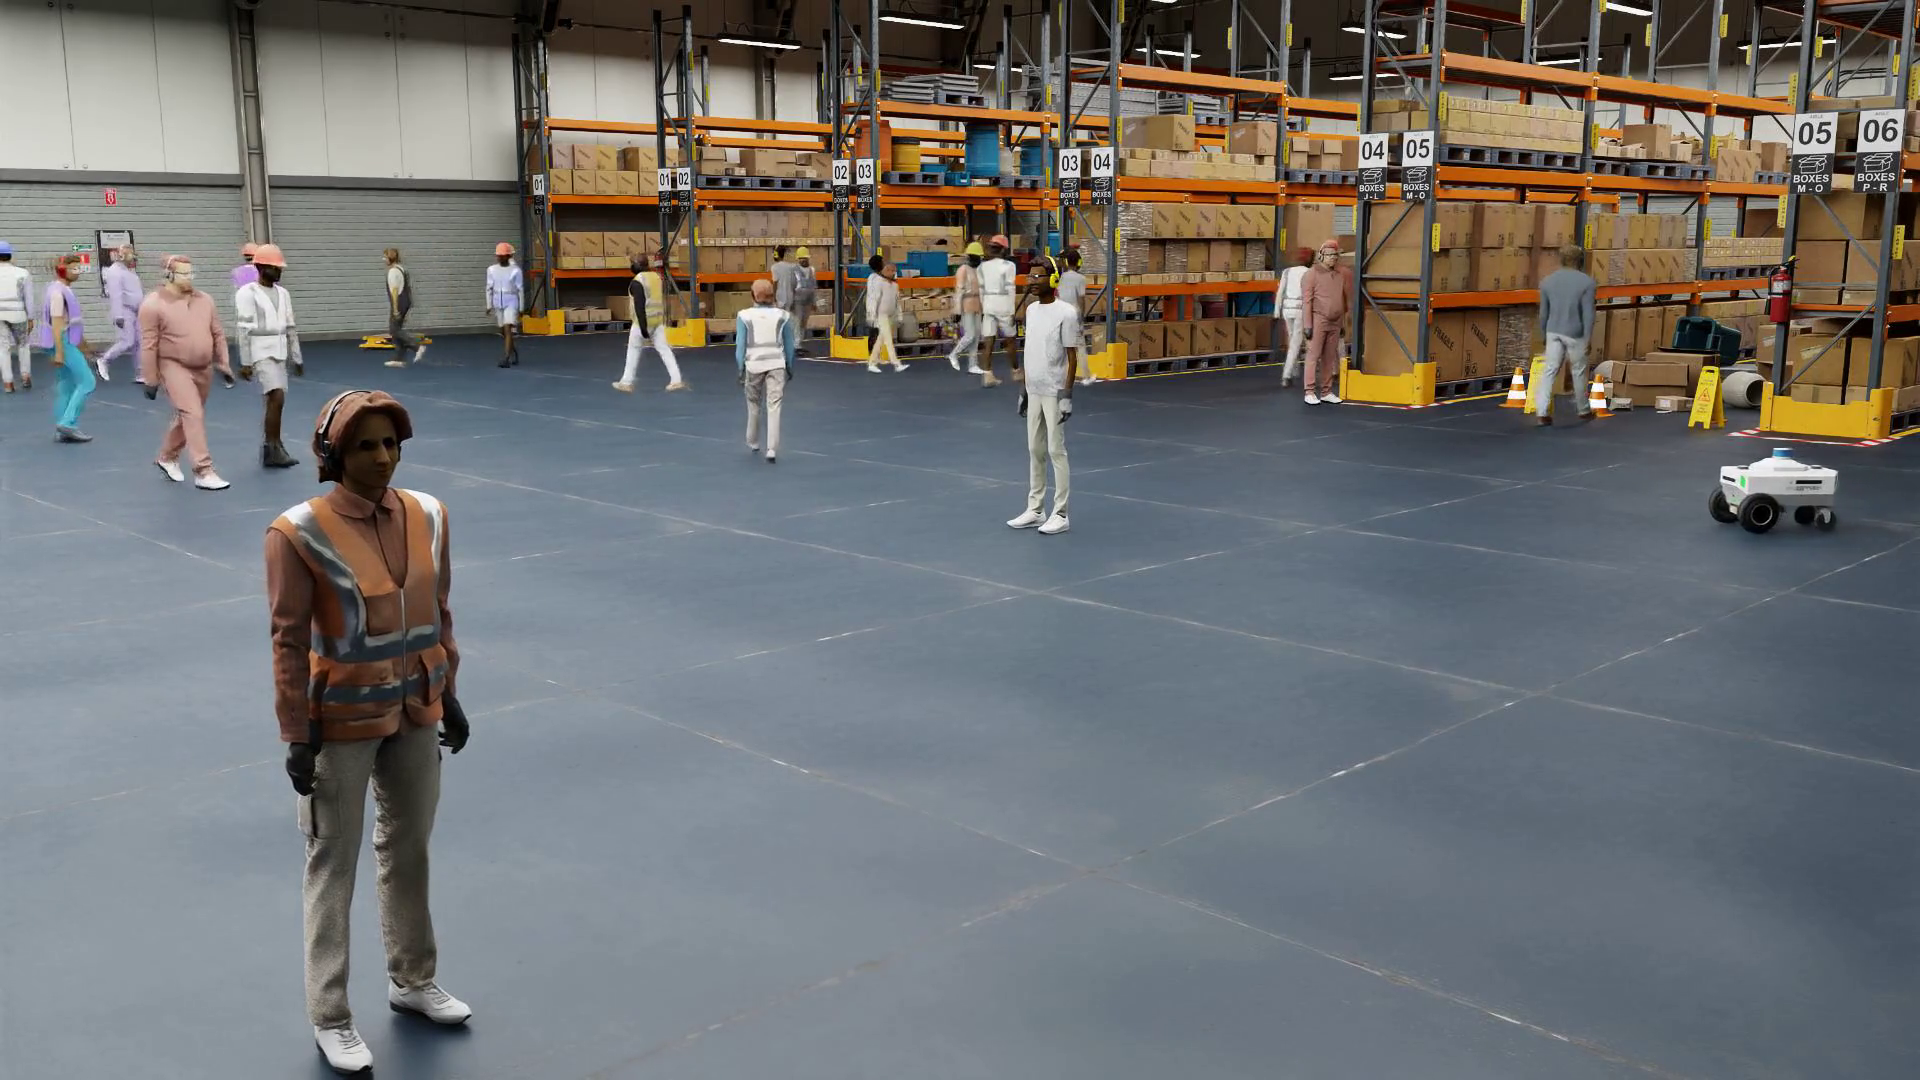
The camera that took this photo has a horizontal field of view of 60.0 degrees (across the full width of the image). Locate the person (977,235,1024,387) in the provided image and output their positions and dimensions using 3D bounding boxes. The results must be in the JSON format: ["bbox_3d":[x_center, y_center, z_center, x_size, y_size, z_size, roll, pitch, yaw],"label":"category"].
[{"bbox_3d":[0.573,-3.063,22.260,0.631,1.991,1.000,7,12,33],"label":"person"}]

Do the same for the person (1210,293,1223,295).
[{"bbox_3d":[6.256,-6.237,39.835,0.648,1.883,1.007,8,13,39],"label":"person"}]

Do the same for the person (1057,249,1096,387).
[{"bbox_3d":[1.502,-2.904,21.893,0.502,1.815,0.957,7,12,33],"label":"person"}]

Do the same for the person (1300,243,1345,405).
[{"bbox_3d":[4.355,-2.575,19.838,0.649,1.907,0.409,-7,12,-32],"label":"person"}]

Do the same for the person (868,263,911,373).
[{"bbox_3d":[-1.021,-3.214,24.164,0.870,1.581,0.517,8,13,36],"label":"person"}]

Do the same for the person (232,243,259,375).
[{"bbox_3d":[-10.250,-3.351,24.093,0.562,1.903,0.938,2,11,8],"label":"person"}]

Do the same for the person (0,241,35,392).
[{"bbox_3d":[-12.318,-2.891,21.534,0.619,1.916,0.823,-5,12,-27],"label":"person"}]

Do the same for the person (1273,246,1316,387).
[{"bbox_3d":[4.533,-2.981,22.195,0.600,1.843,0.888,10,14,42],"label":"person"}]

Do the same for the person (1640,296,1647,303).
[{"bbox_3d":[15.793,-5.997,38.698,0.586,1.833,0.403,-4,11,-19],"label":"person"}]

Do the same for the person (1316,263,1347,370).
[{"bbox_3d":[5.555,-3.346,24.921,0.871,1.587,0.504,-8,13,-38],"label":"person"}]

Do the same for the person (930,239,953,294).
[{"bbox_3d":[-0.420,-5.991,38.452,1.033,1.913,0.612,-7,12,-33],"label":"person"}]

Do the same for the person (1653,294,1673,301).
[{"bbox_3d":[15.596,-5.717,36.721,0.538,2.000,0.690,-2,11,-11],"label":"person"}]

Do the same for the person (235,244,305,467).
[{"bbox_3d":[-5.854,-1.575,14.335,0.632,1.916,0.561,3,11,18],"label":"person"}]

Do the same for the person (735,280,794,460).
[{"bbox_3d":[-1.766,-1.543,15.025,0.540,1.590,0.862,-2,11,-12],"label":"person"}]

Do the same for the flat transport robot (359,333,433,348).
[{"bbox_3d":[-10.193,-3.612,30.068,0.652,0.197,1.431,2,11,11],"label":"flat transport robot"}]

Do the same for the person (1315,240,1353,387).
[{"bbox_3d":[4.921,-3.026,22.228,0.612,1.939,1.052,8,13,38],"label":"person"}]

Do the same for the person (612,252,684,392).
[{"bbox_3d":[-4.011,-2.796,21.398,1.004,1.793,0.626,5,11,24],"label":"person"}]

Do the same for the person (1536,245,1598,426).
[{"bbox_3d":[6.481,-2.171,17.692,0.926,1.892,0.650,-10,14,-43],"label":"person"}]

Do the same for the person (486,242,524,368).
[{"bbox_3d":[-6.992,-3.637,25.669,0.543,1.903,0.949,1,10,6],"label":"person"}]

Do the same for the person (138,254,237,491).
[{"bbox_3d":[-6.253,-1.364,13.374,0.997,1.858,0.627,5,11,25],"label":"person"}]

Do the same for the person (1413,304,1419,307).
[{"bbox_3d":[6.691,-3.261,23.548,0.596,1.916,0.372,9,14,40],"label":"person"}]

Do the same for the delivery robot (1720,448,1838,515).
[{"bbox_3d":[5.656,-0.394,11.489,0.707,0.478,0.477,0,10,-2],"label":"delivery robot"}]

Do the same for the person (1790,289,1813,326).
[{"bbox_3d":[13.014,-3.625,25.793,0.627,1.823,0.782,8,13,38],"label":"person"}]

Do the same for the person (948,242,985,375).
[{"bbox_3d":[0.150,-3.367,24.164,0.492,1.911,0.587,8,13,36],"label":"person"}]

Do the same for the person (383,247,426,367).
[{"bbox_3d":[-8.509,-3.549,25.379,0.596,1.824,0.508,0,10,1],"label":"person"}]

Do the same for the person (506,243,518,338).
[{"bbox_3d":[-8.913,-4.927,32.850,0.404,1.837,0.590,-2,11,-12],"label":"person"}]

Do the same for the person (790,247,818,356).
[{"bbox_3d":[-2.629,-4.012,27.965,0.613,1.808,0.531,-10,14,-43],"label":"person"}]

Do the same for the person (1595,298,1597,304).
[{"bbox_3d":[10.923,-4.282,29.376,0.581,1.832,1.005,7,12,33],"label":"person"}]

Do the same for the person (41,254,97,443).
[{"bbox_3d":[-8.650,-1.858,16.165,0.483,1.822,0.557,-5,12,-26],"label":"person"}]

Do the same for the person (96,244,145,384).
[{"bbox_3d":[-11.322,-3.053,22.500,0.667,1.886,0.652,0,10,-1],"label":"person"}]

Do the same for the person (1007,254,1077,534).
[{"bbox_3d":[0.573,-0.988,11.282,0.329,1.873,0.515,-8,13,-38],"label":"person"}]

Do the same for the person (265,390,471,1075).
[{"bbox_3d":[-1.432,0.450,4.068,0.311,1.638,0.521,7,12,32],"label":"person"}]

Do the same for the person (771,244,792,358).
[{"bbox_3d":[-2.978,-3.944,27.452,0.466,1.850,0.498,9,13,39],"label":"person"}]

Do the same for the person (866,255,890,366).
[{"bbox_3d":[-1.290,-3.568,25.812,0.318,1.700,0.535,-3,11,-18],"label":"person"}]
